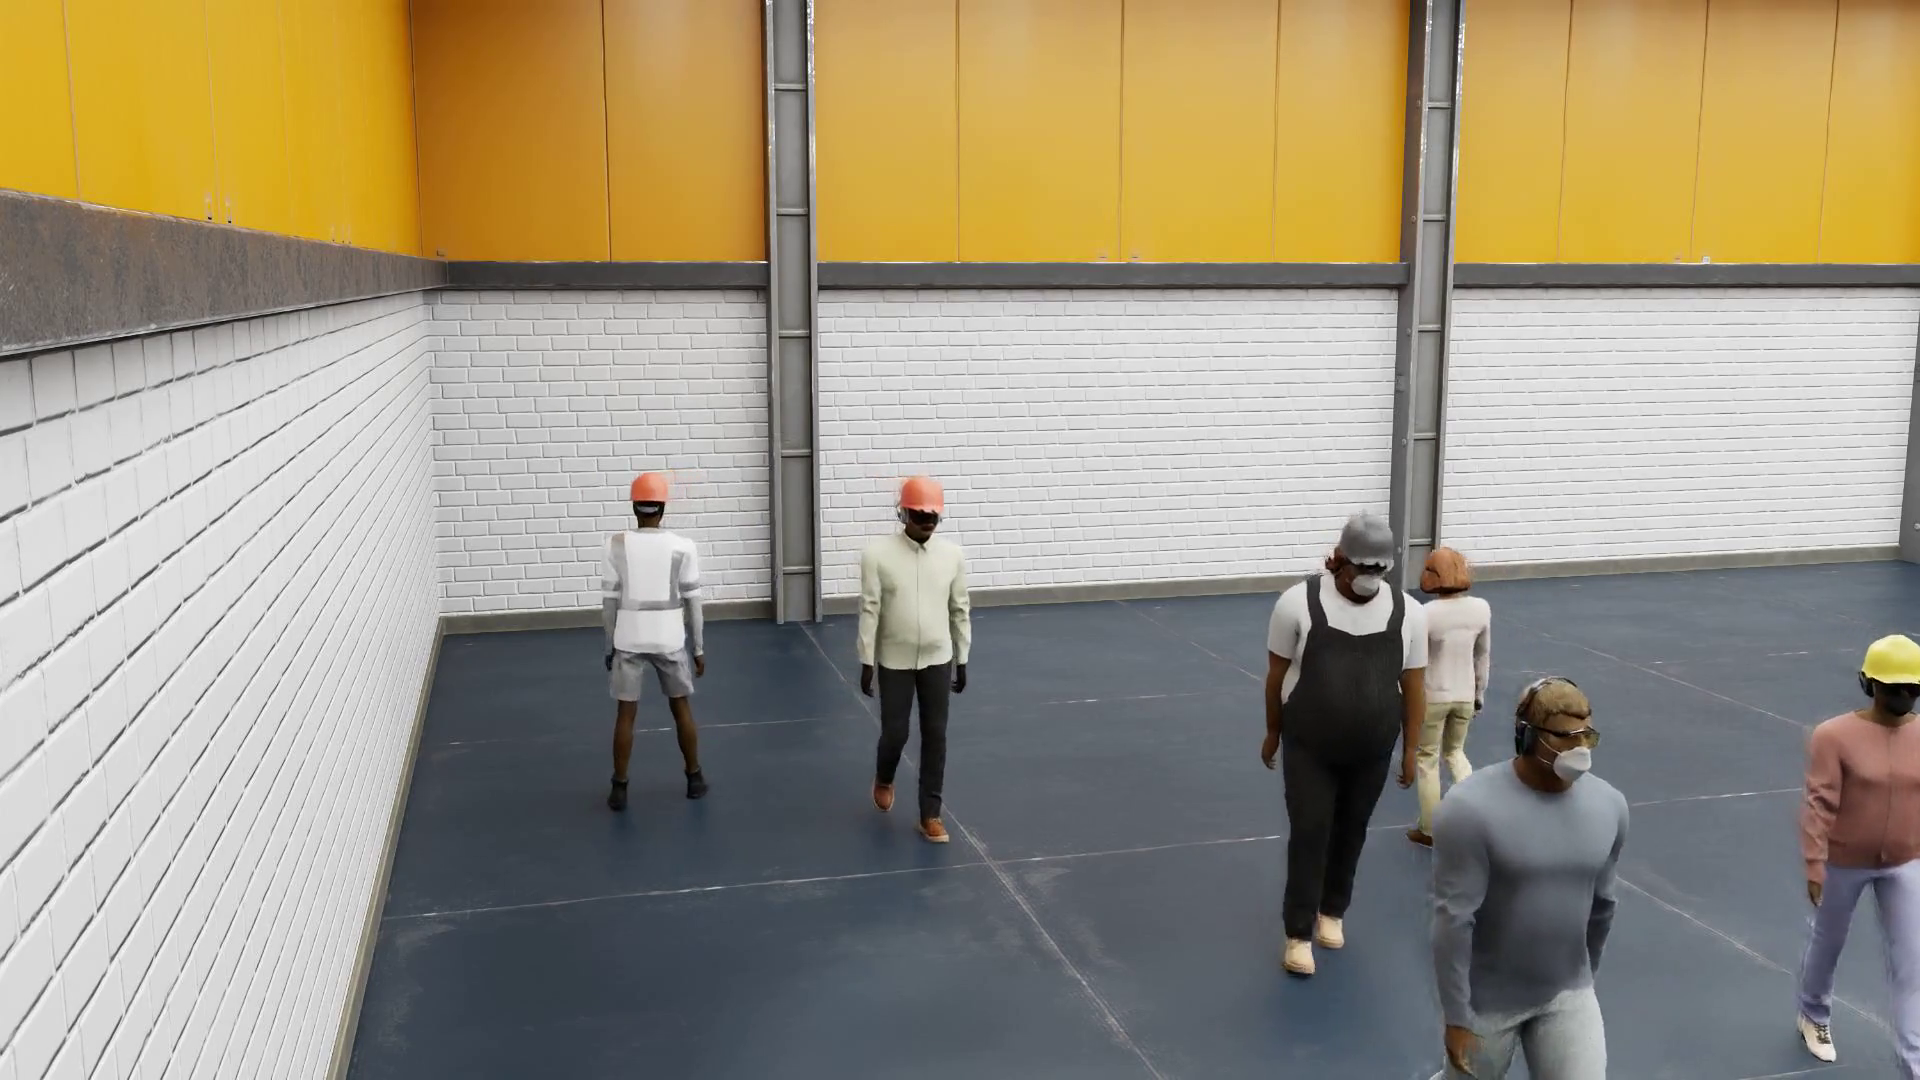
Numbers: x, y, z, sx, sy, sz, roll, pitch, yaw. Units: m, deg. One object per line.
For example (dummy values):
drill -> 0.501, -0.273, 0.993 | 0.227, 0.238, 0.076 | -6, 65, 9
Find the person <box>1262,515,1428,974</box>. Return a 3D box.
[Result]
person -> 1.699, 0.862, 7.244 | 0.701, 2.000, 0.811 | 0, 9, 2

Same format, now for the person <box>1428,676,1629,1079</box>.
person -> 1.634, 1.303, 4.955 | 0.637, 1.906, 0.964 | -2, 9, -10

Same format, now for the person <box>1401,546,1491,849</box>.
person -> 2.532, 0.840, 8.658 | 0.515, 1.620, 0.435 | -3, 10, -18

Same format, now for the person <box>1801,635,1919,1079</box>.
person -> 3.382, 1.203, 6.111 | 0.548, 1.720, 0.903 | 1, 9, 9

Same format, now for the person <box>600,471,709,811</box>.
person -> -1.759, 0.564, 9.506 | 0.564, 1.928, 0.410 | -2, 9, -12

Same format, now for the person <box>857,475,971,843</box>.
person -> -0.253, 0.619, 8.961 | 0.631, 1.973, 0.571 | -3, 10, -18
